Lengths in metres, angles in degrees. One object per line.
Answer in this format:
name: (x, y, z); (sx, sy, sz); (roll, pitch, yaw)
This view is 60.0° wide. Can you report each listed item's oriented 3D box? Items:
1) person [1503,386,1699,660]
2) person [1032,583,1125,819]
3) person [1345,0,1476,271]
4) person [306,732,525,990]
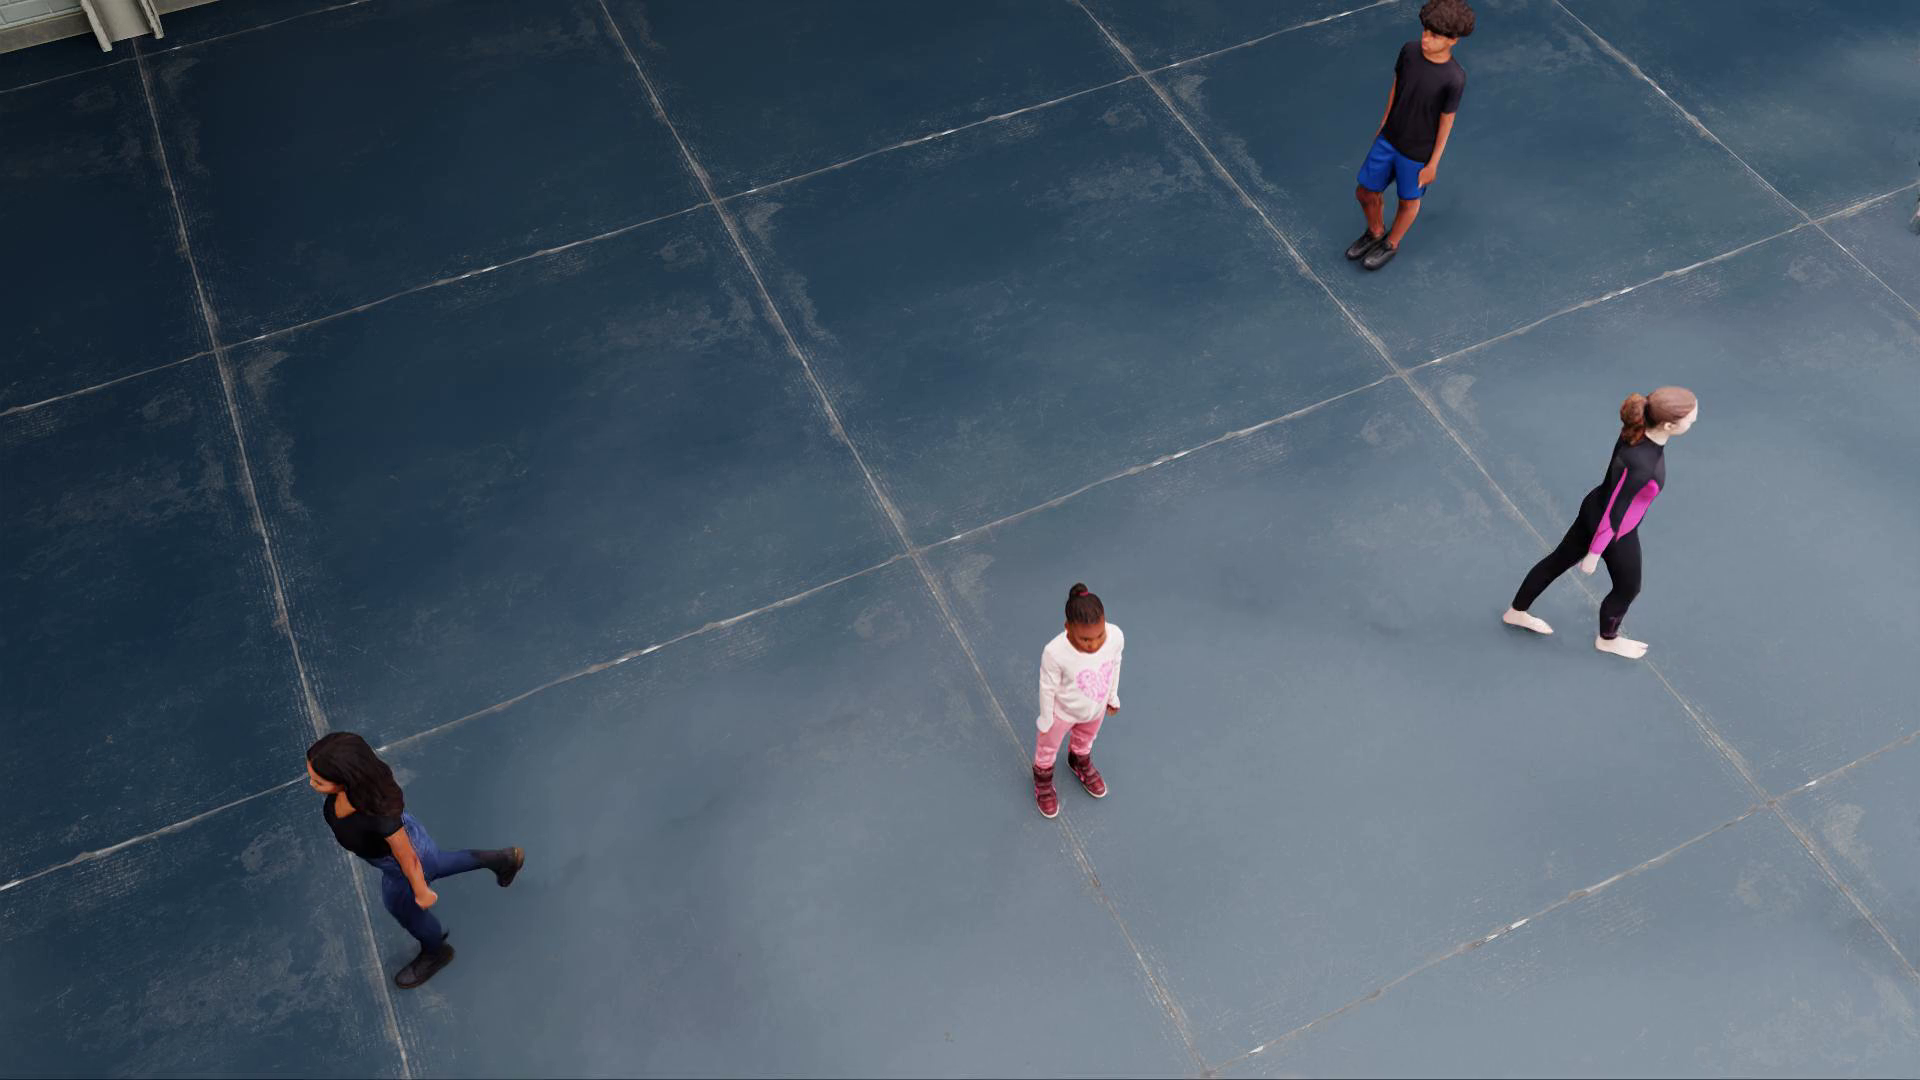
person: (2.862, -0.078, 7.588); (1.004, 1.722, 0.892); (9, 53, 7)
person: (0.498, 0.674, 7.183); (0.436, 1.442, 0.600); (-18, 54, -14)
person: (2.564, -2.258, 9.232); (0.685, 1.792, 0.692); (-33, 59, -23)
person: (-2.137, 1.208, 6.591); (0.992, 1.724, 0.701); (-33, 59, -23)
